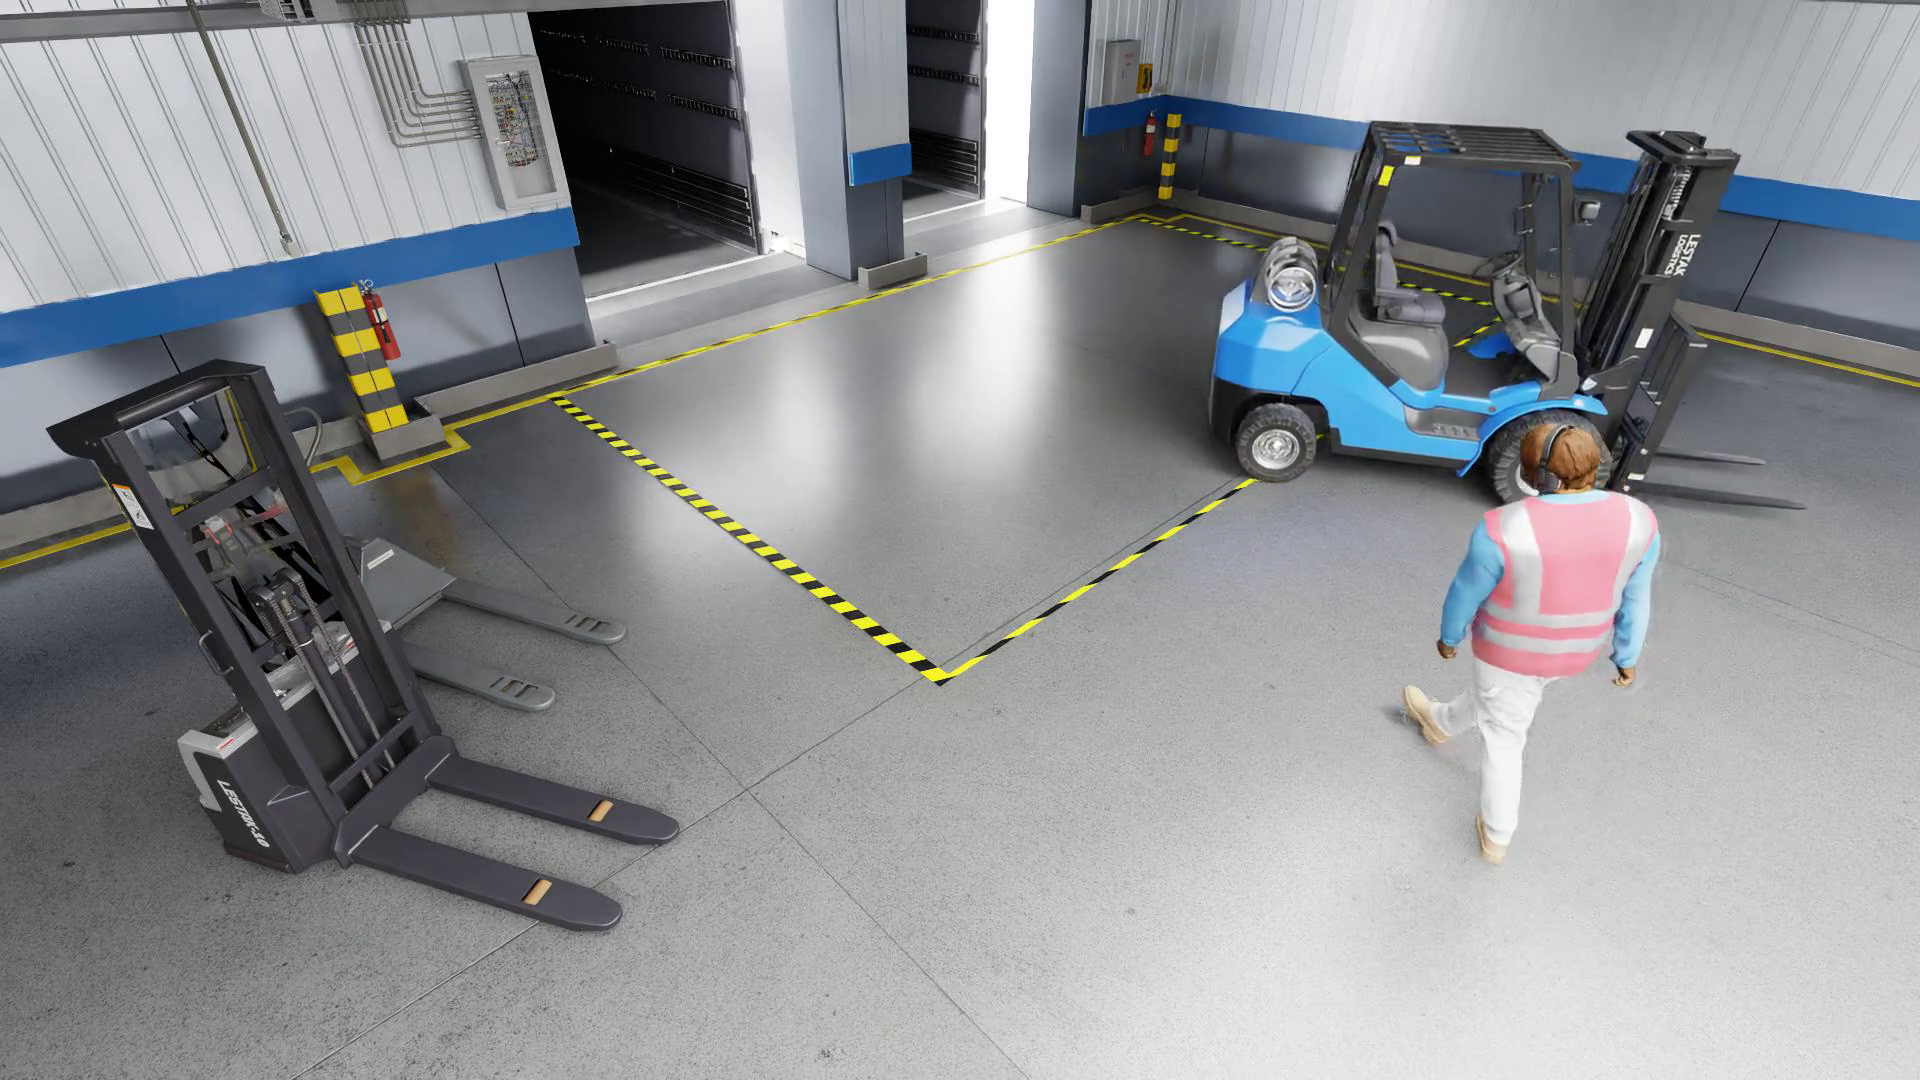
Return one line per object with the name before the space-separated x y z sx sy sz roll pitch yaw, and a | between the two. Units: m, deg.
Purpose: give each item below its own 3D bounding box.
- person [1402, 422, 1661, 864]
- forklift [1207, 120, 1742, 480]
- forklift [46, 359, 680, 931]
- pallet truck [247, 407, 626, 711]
person | 2.201 0.359 3.636 0.692 1.781 0.903 -2 34 -3
forklift | 3.122 -1.580 5.982 2.680 2.036 1.157 9 35 13
forklift | -2.135 0.422 3.354 1.885 1.965 0.823 10 35 14
pallet truck | -2.628 0.038 4.590 1.601 1.201 0.680 12 36 18
